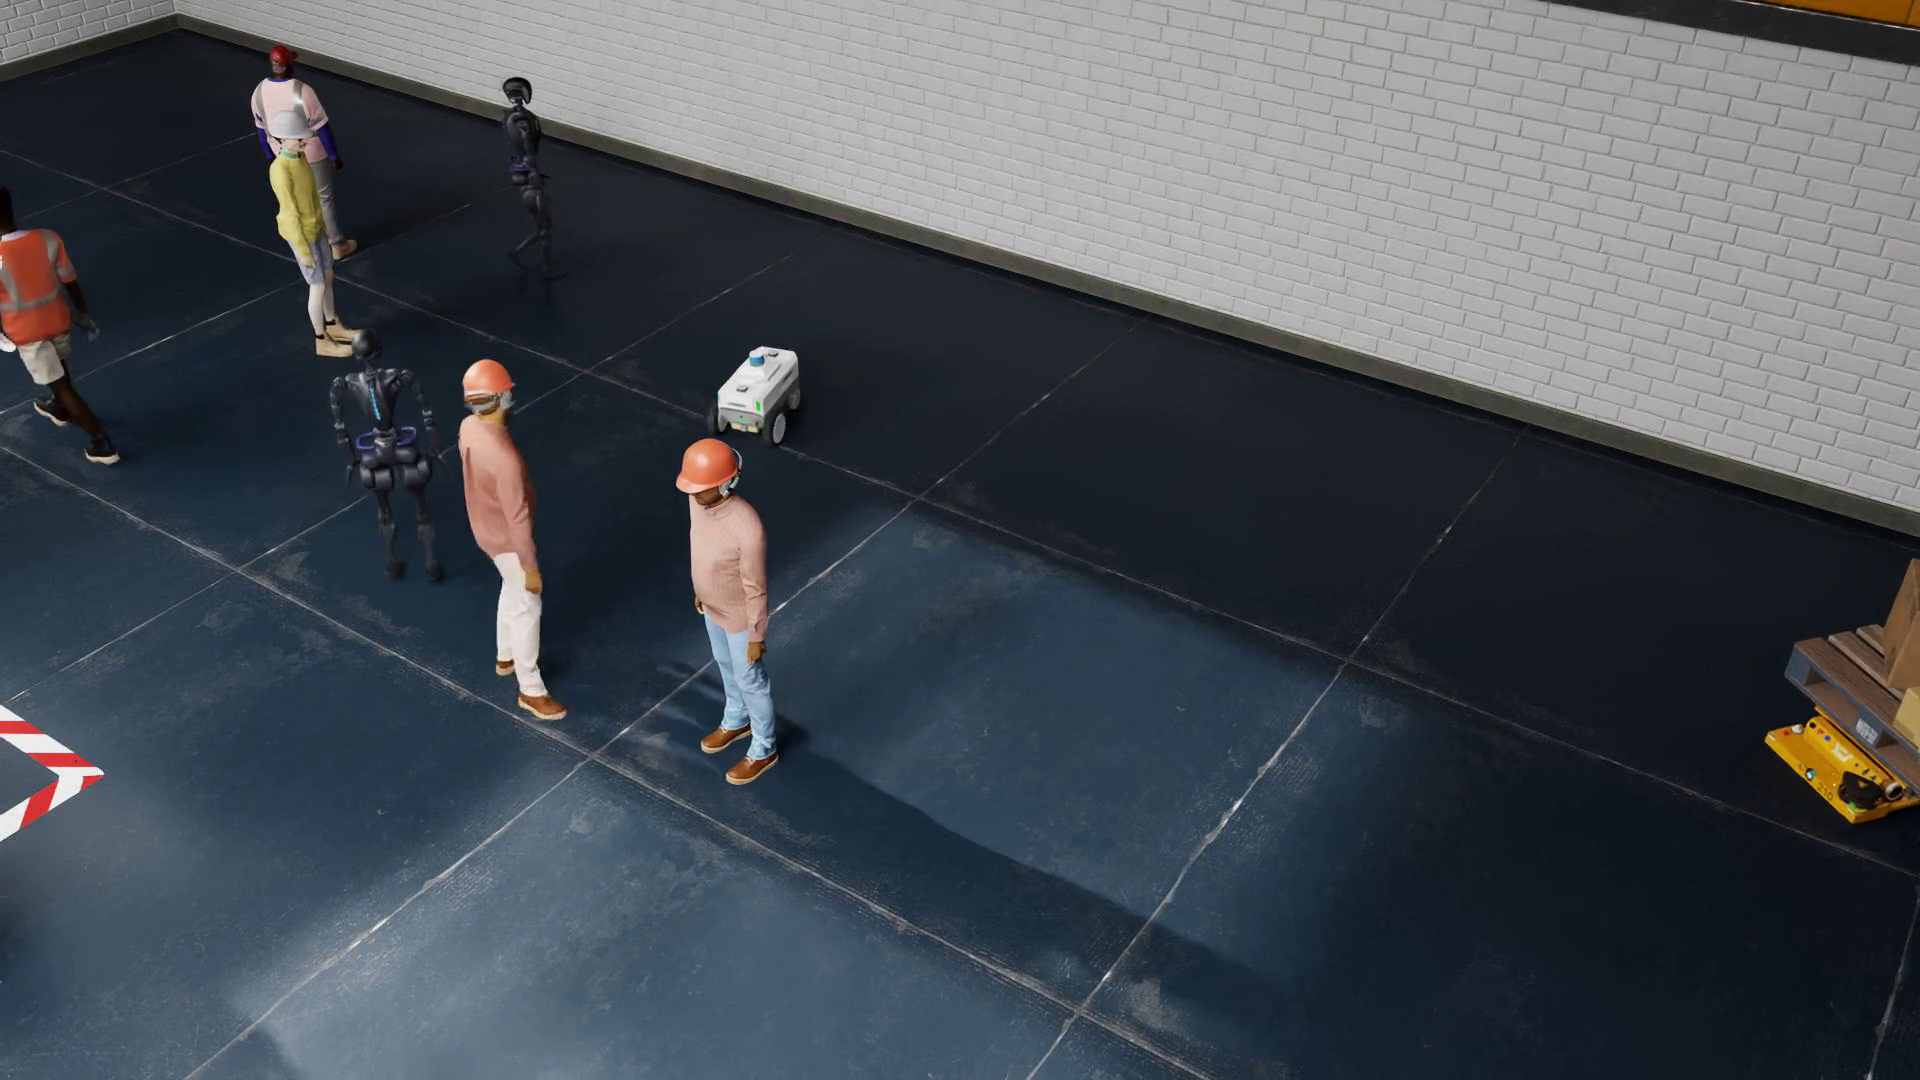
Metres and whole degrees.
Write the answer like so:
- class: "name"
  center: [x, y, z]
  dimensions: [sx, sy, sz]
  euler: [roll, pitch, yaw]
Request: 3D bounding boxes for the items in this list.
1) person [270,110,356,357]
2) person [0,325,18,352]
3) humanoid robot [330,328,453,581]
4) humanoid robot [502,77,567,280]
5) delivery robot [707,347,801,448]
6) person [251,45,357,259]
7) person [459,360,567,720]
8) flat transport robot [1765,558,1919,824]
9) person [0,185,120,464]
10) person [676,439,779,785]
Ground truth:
- class: "person"
  center: [-4.704, -2.199, 12.010]
  dimensions: [0.412, 1.879, 0.489]
  euler: [-1, 35, -1]
- class: "person"
  center: [-7.283, -2.167, 11.965]
  dimensions: [0.309, 1.868, 0.531]
  euler: [27, 43, 33]
- class: "humanoid robot"
  center: [-3.312, -0.481, 9.724]
  dimensions: [0.613, 1.653, 0.309]
  euler: [-8, 36, -11]
- class: "humanoid robot"
  center: [-3.430, -2.823, 13.071]
  dimensions: [0.458, 1.640, 0.597]
  euler: [-10, 36, -15]
- class: "delivery robot"
  center: [-1.390, -1.020, 11.459]
  dimensions: [0.499, 0.581, 0.754]
  euler: [11, 36, 15]
- class: "person"
  center: [-5.304, -3.117, 13.423]
  dimensions: [0.623, 1.751, 0.420]
  euler: [4, 35, 5]
- class: "person"
  center: [-2.368, 0.014, 8.795]
  dimensions: [0.409, 1.952, 0.807]
  euler: [-17, 38, -22]
- class: "flat transport robot"
  center: [5.062, 1.066, 8.741]
  dimensions: [1.431, 0.231, 0.659]
  euler: [-10, 36, -14]
- class: "person"
  center: [-6.070, -1.431, 10.885]
  dimensions: [1.044, 1.899, 0.610]
  euler: [16, 38, 22]
- class: "person"
  center: [-1.155, 0.344, 8.280]
  dimensions: [0.403, 1.986, 0.610]
  euler: [-23, 41, -29]
